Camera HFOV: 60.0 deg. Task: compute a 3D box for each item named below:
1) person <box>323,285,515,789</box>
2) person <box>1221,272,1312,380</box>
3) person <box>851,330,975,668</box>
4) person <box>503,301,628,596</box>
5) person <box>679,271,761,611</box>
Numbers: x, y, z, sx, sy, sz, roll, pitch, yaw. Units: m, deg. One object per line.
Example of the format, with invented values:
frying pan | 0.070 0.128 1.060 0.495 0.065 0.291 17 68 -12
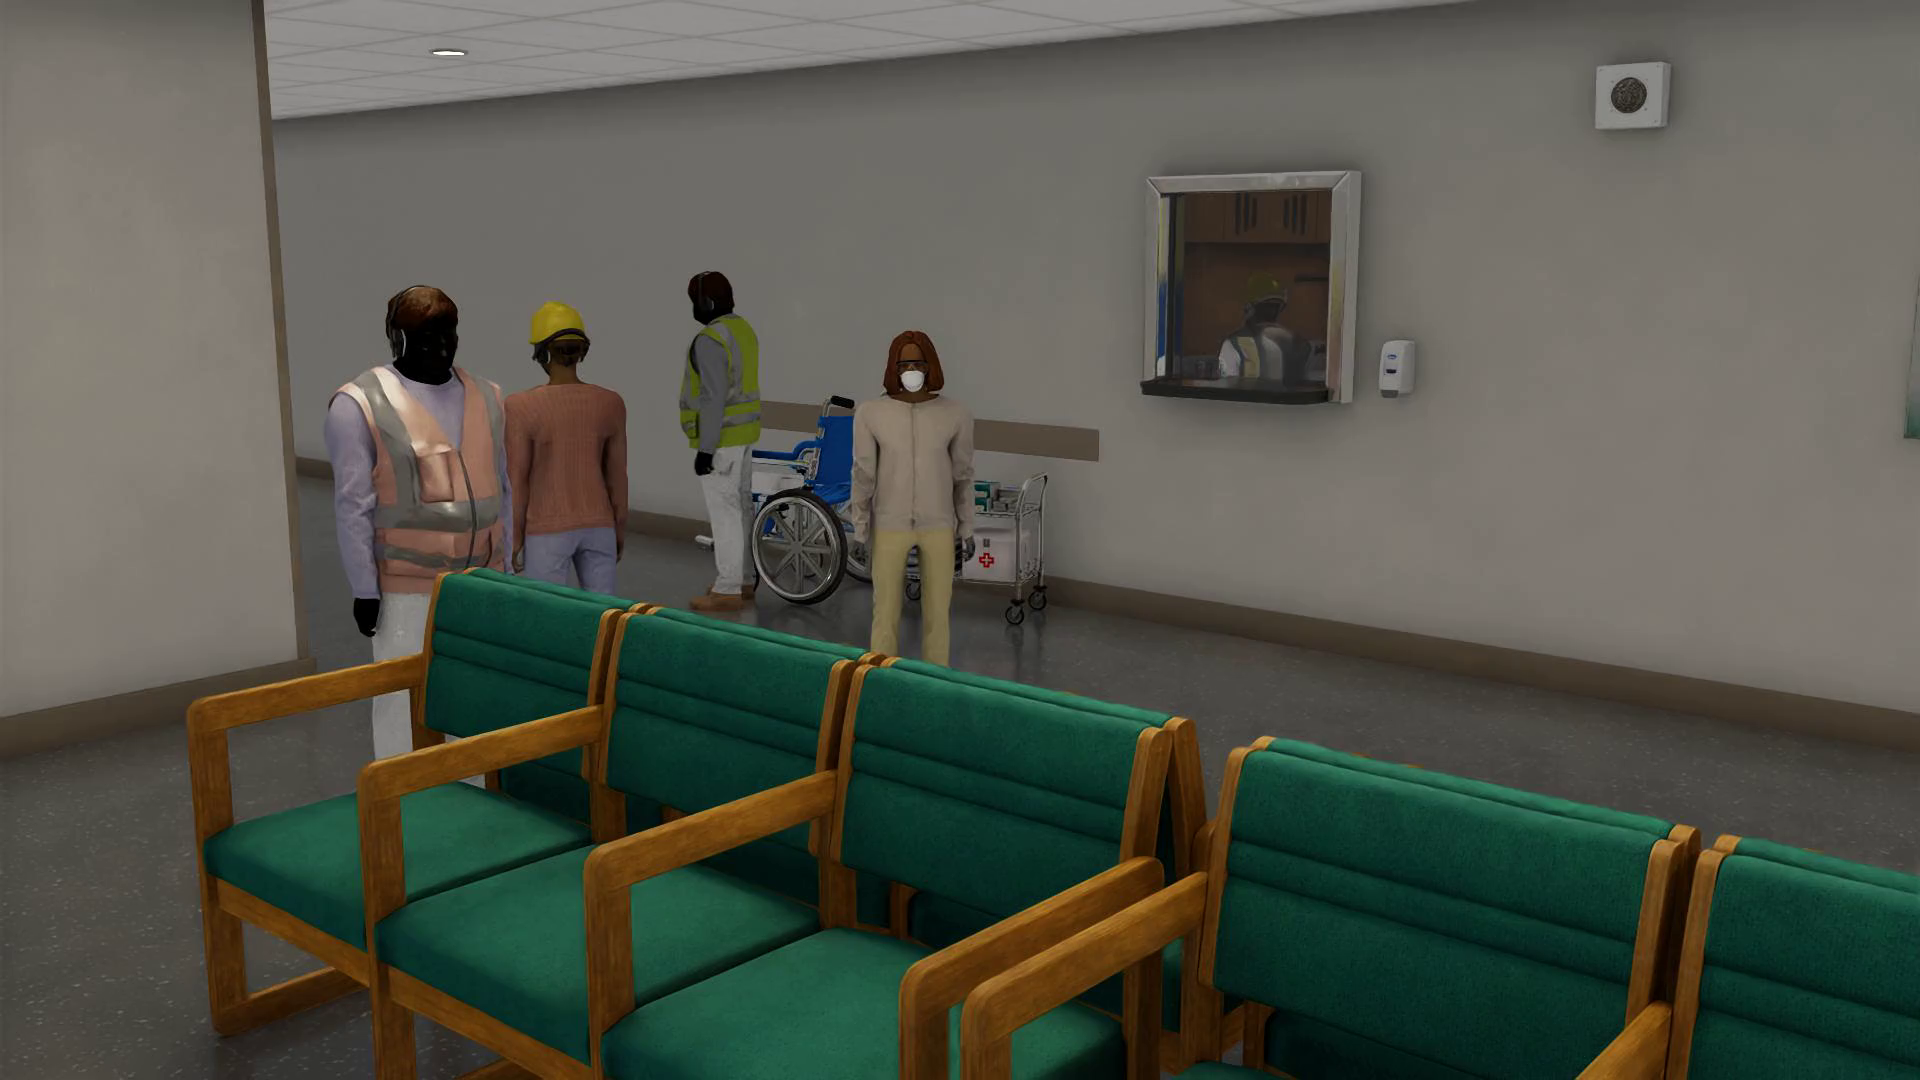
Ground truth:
person | -1.670 0.117 5.318 0.429 1.844 0.626 8 13 37
person | 1.691 -0.592 9.413 0.595 1.828 0.403 -5 11 -24
person | -0.188 -0.030 6.744 0.508 1.632 0.264 -1 10 -7
person | -1.520 -0.034 6.421 0.517 1.757 0.335 -9 13 -40
person | -1.304 -0.531 9.035 0.430 1.835 0.624 2 10 11
